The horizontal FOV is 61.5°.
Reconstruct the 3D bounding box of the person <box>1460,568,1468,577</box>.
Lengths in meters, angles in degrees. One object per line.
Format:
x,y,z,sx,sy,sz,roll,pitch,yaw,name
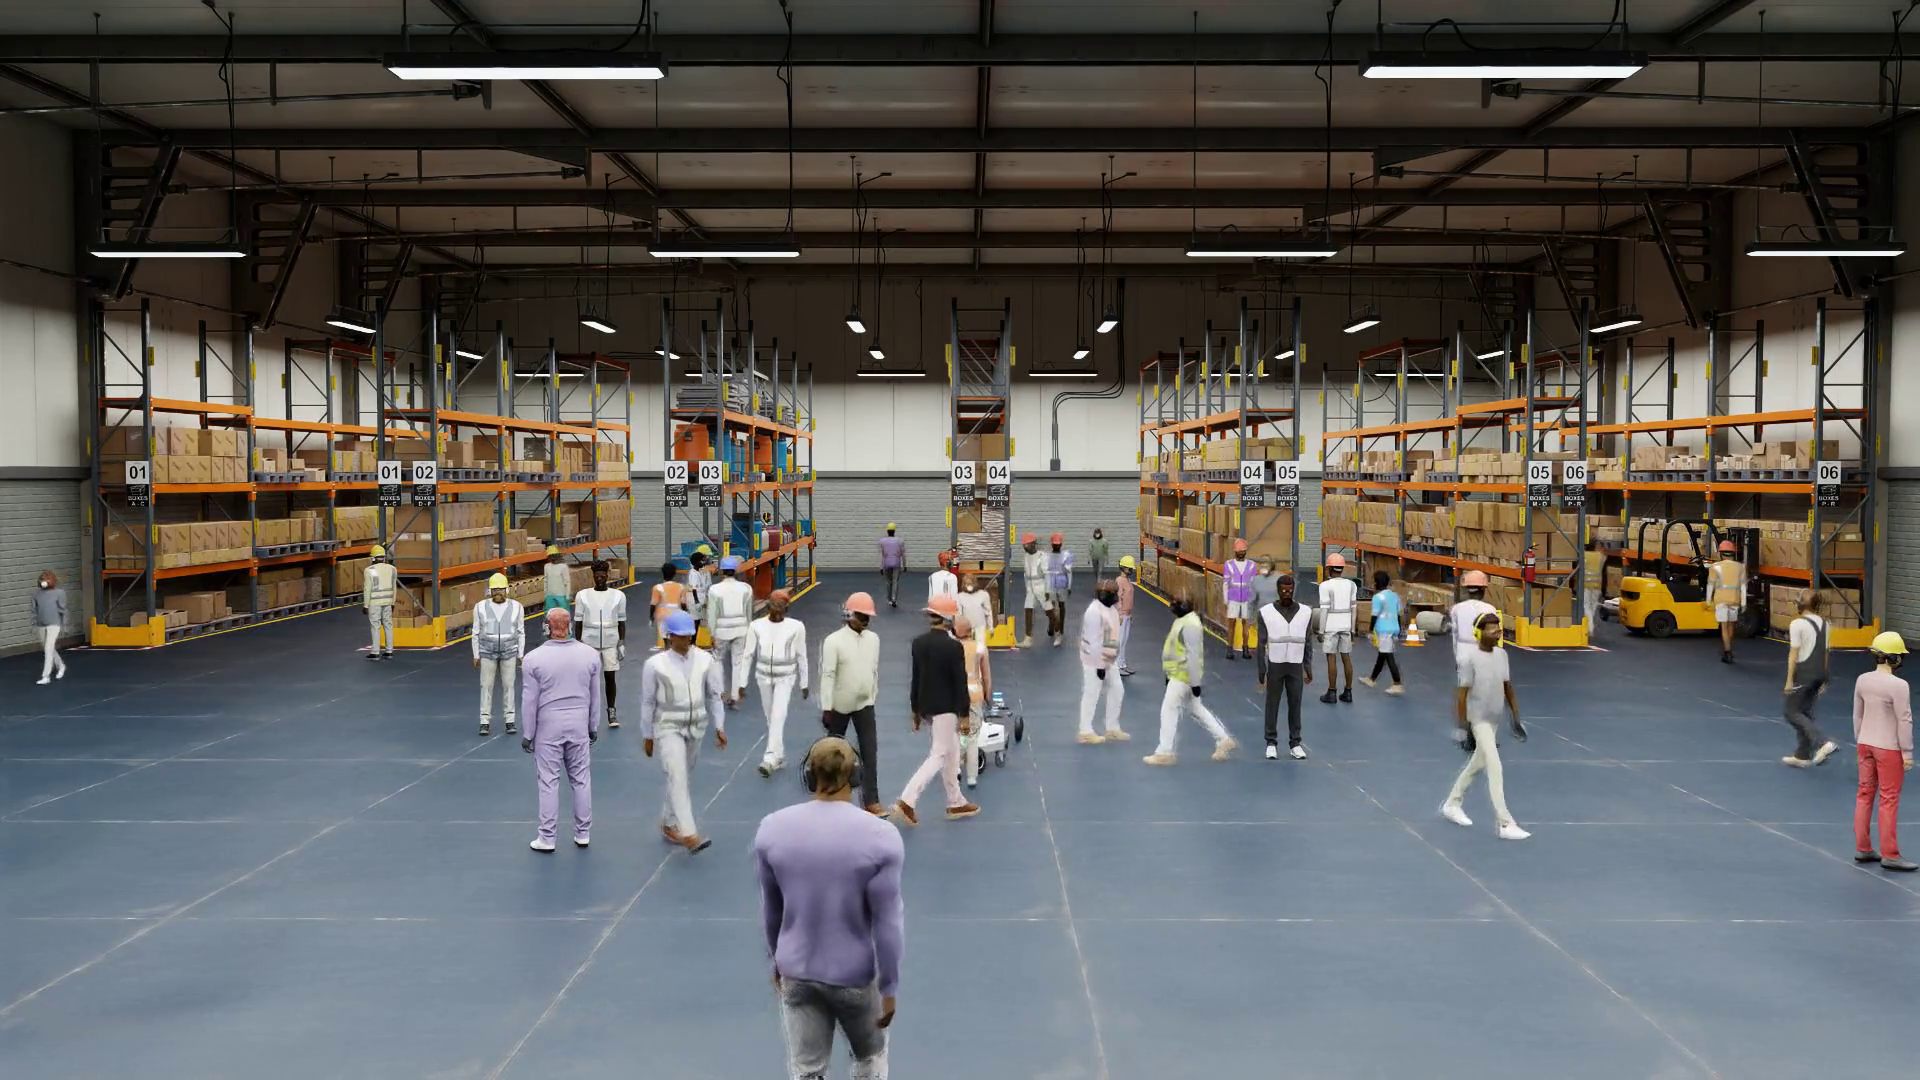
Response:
12.373,0.415,39.225,0.628,1.940,0.373,0,2,-8,person

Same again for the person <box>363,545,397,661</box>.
-9.290,0.999,25.814,0.404,1.833,0.589,2,3,34,person

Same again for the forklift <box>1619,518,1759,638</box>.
13.417,0.684,29.791,2.313,2.155,1.214,0,2,0,forklift

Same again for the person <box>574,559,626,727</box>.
-4.213,1.207,18.918,0.603,1.966,0.368,-1,2,-16,person

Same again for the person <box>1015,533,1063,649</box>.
1.383,0.861,27.616,0.734,1.976,1.035,2,3,45,person

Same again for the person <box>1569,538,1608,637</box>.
11.521,0.868,29.706,0.626,1.787,0.972,0,2,0,person

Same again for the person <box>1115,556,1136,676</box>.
2.439,1.114,23.866,0.323,1.761,0.523,1,2,22,person

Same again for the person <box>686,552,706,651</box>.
-4.334,1.042,26.502,0.318,1.694,0.535,0,2,0,person

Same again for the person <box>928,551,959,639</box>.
-0.201,1.098,22.710,0.355,1.883,0.573,-2,3,-42,person

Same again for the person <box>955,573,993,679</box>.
0.178,1.256,22.324,0.511,1.586,0.836,1,2,15,person

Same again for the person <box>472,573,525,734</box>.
-5.268,1.291,18.441,0.588,1.835,0.403,-1,2,-19,person

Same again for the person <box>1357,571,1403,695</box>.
5.659,1.243,21.808,0.548,1.648,0.849,-2,3,-44,person

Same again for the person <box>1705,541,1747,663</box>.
12.127,0.966,25.642,0.559,1.901,0.883,0,2,6,person

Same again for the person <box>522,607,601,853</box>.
-3.152,1.483,12.719,0.643,1.909,0.411,-2,3,-35,person

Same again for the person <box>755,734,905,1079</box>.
-0.499,1.732,6.504,0.621,1.908,0.654,0,2,11,person

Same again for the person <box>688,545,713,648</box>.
-4.359,0.966,27.372,1.001,1.771,0.595,0,2,10,person

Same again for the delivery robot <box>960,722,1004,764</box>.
0.132,1.986,16.180,0.477,0.478,0.707,2,3,37,delivery robot

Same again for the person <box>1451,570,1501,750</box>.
5.579,1.288,17.336,0.540,1.923,0.581,-2,3,-38,person

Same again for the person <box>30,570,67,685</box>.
-12.985,1.221,23.058,0.506,1.607,0.765,0,2,2,person

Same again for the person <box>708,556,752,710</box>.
-2.930,1.165,20.458,0.614,1.920,0.659,-1,2,-22,person

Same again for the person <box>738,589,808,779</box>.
-1.838,1.399,15.799,0.612,1.817,1.015,0,2,12,person

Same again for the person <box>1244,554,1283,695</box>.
4.144,1.131,21.705,0.765,1.889,0.755,-2,3,-38,person

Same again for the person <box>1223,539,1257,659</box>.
4.491,0.957,25.916,0.542,1.918,0.542,0,2,4,person

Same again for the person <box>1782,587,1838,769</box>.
8.494,1.387,16.139,0.527,1.823,0.529,-1,3,-27,person

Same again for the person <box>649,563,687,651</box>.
-4.288,1.169,23.730,0.547,1.650,0.873,-2,3,-37,person

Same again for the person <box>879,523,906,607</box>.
-1.532,0.555,36.380,0.604,1.894,0.937,0,2,3,person

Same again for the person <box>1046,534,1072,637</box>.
1.798,0.822,29.759,0.558,1.882,1.051,0,2,12,person

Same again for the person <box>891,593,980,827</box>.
-0.204,1.424,13.643,0.971,1.959,0.632,-2,3,-39,person

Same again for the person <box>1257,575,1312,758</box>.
3.392,1.315,16.907,0.585,1.912,0.375,0,2,-6,person

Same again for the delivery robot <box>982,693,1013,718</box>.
0.417,1.795,17.732,0.335,0.223,0.698,0,3,8,delivery robot

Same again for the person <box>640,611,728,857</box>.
-2.147,1.496,12.661,0.606,1.878,1.038,-2,3,-38,person

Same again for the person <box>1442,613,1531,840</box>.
4.350,1.501,13.375,0.535,1.830,0.964,-2,3,-33,person

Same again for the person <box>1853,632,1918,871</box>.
6.974,1.573,12.178,0.324,1.769,0.523,0,2,-10,person

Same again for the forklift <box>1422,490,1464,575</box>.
13.926,-0.371,47.846,1.873,2.768,1.129,0,2,0,forklift

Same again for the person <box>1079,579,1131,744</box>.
1.605,1.333,17.694,0.669,1.813,0.663,1,3,26,person

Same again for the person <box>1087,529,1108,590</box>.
3.511,0.503,41.230,0.521,1.583,0.871,1,2,15,person

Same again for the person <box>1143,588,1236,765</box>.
2.369,1.387,16.517,0.914,1.815,0.614,0,2,8,person

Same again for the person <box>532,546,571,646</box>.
-6.962,0.979,27.726,0.597,1.727,0.743,1,2,21,person

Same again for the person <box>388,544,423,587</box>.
-10.820,0.686,31.646,0.691,2.000,0.535,0,2,8,person

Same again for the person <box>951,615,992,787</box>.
0.042,1.521,15.295,0.539,1.620,0.399,0,2,1,person

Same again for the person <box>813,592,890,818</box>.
-1.001,1.415,14.157,0.647,1.949,1.028,-2,3,-39,person

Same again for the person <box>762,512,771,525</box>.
-5.670,0.130,47.238,0.335,1.873,0.519,-1,2,-13,person

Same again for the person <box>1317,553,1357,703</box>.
4.886,1.139,21.011,0.551,1.935,0.375,-1,2,-20,person

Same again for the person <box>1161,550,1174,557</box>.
5.705,0.256,44.482,1.029,1.845,0.696,0,2,-1,person

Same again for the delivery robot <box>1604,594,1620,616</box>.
13.307,1.336,32.556,0.477,0.478,0.707,0,2,-8,delivery robot
